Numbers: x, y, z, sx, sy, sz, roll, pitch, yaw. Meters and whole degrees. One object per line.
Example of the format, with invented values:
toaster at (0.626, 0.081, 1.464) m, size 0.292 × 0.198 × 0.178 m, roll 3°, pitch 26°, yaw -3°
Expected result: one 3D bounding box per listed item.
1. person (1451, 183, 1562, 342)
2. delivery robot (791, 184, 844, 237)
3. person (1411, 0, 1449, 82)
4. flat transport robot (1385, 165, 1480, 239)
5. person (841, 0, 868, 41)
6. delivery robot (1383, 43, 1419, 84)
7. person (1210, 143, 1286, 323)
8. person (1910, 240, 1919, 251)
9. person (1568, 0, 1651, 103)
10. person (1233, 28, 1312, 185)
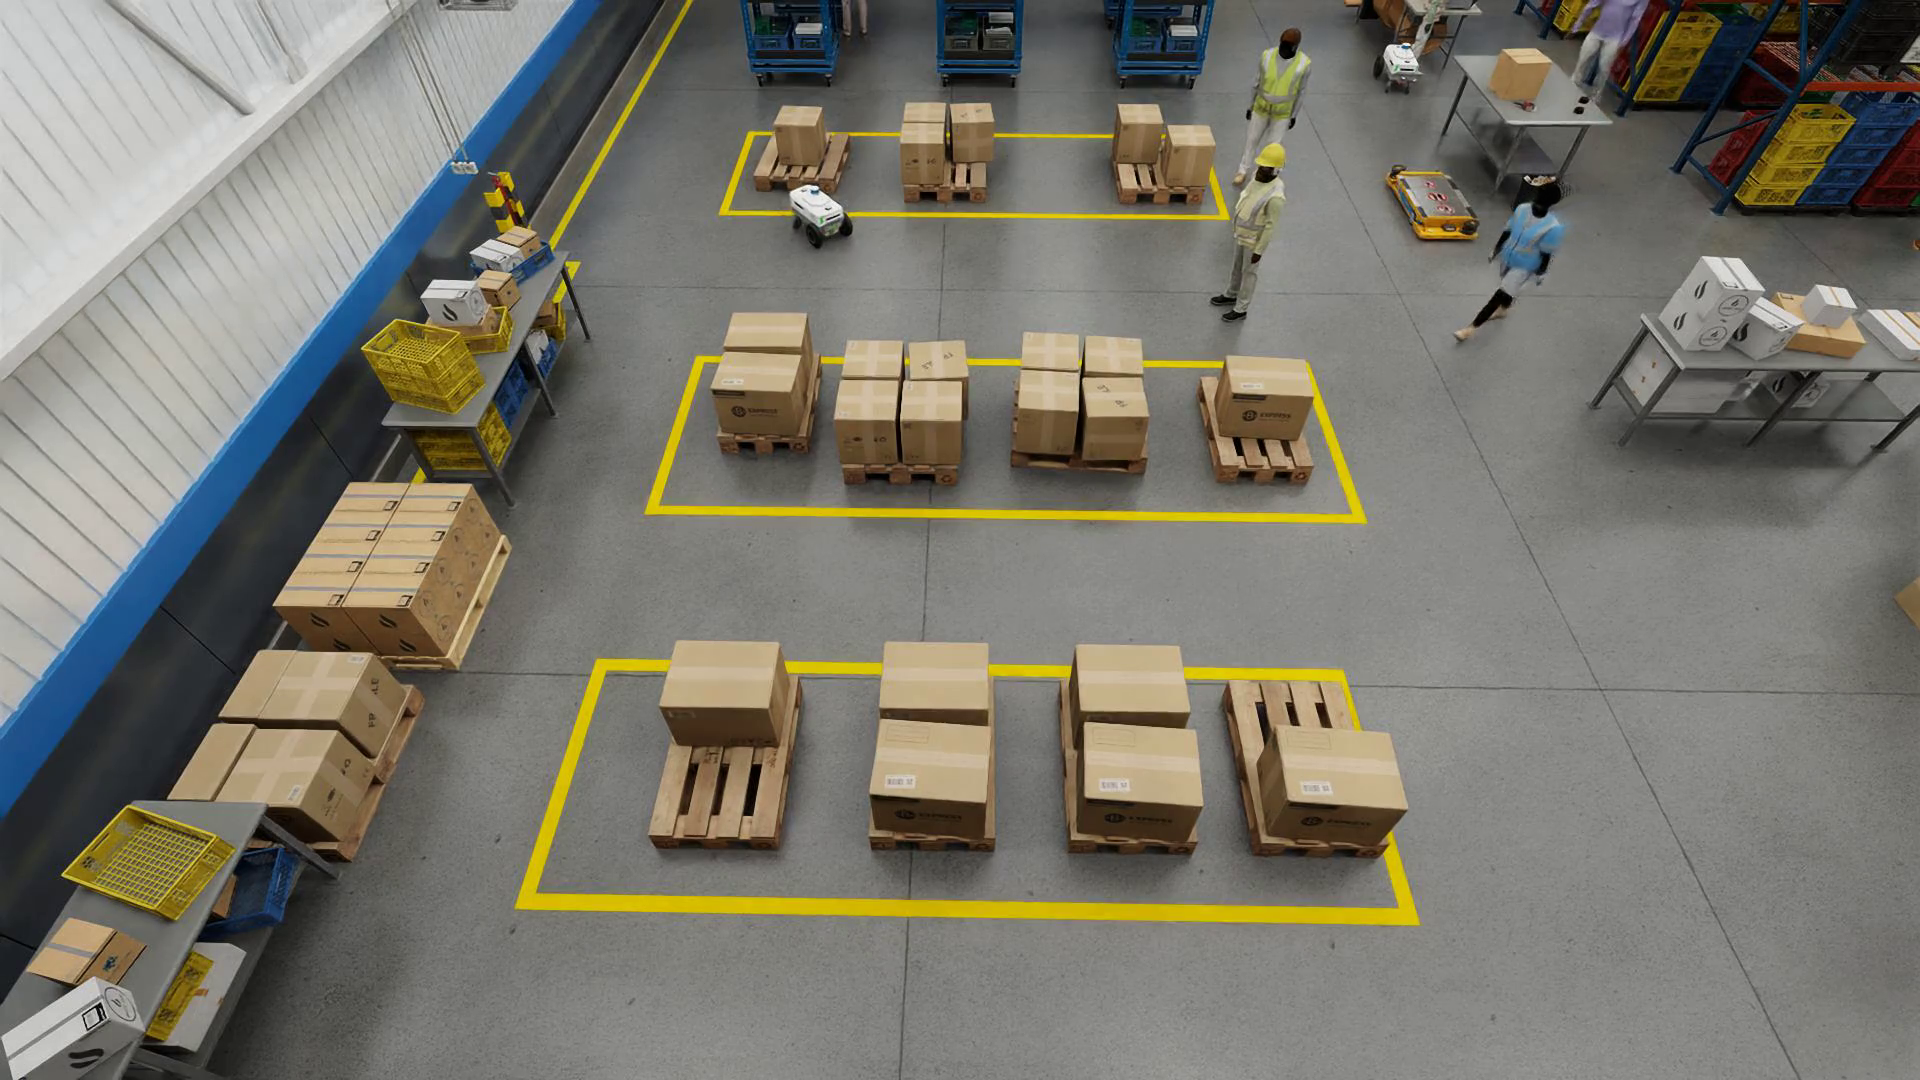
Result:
person at (5.420, -2.723, 8.971) m, size 0.971 × 1.627 × 0.551 m, roll -15°, pitch 51°, yaw -12°
delivery robot at (-1.654, -3.850, 10.601) m, size 0.477 × 0.478 × 0.707 m, roll -30°, pitch 56°, yaw -24°
person at (6.712, -7.433, 13.056) m, size 0.315 × 1.631 × 0.523 m, roll 25°, pitch 54°, yaw 20°
flat transport robot at (5.692, -4.094, 11.059) m, size 0.652 × 0.197 × 1.431 m, roll 1°, pitch 49°, yaw 1°
person at (-1.647, -8.702, 13.927) m, size 0.624 × 1.980 × 0.410 m, roll -19°, pitch 52°, yaw -15°
delivery robot at (6.376, -6.918, 13.257) m, size 0.477 × 0.478 × 0.707 m, roll 4°, pitch 49°, yaw 3°
person at (2.890, -3.042, 9.120) m, size 0.404 × 1.837 × 0.594 m, roll -8°, pitch 50°, yaw -6°
person at (11.226, -3.923, 9.867) m, size 0.629 × 1.869 × 0.343 m, roll 0°, pitch 49°, yaw 0°
person at (8.598, -6.739, 12.259) m, size 0.386 × 1.937 × 0.691 m, roll -37°, pitch 58°, yaw -27°
person at (3.717, -5.103, 10.903) m, size 0.624 × 1.840 × 0.430 m, roll 21°, pitch 52°, yaw 17°
